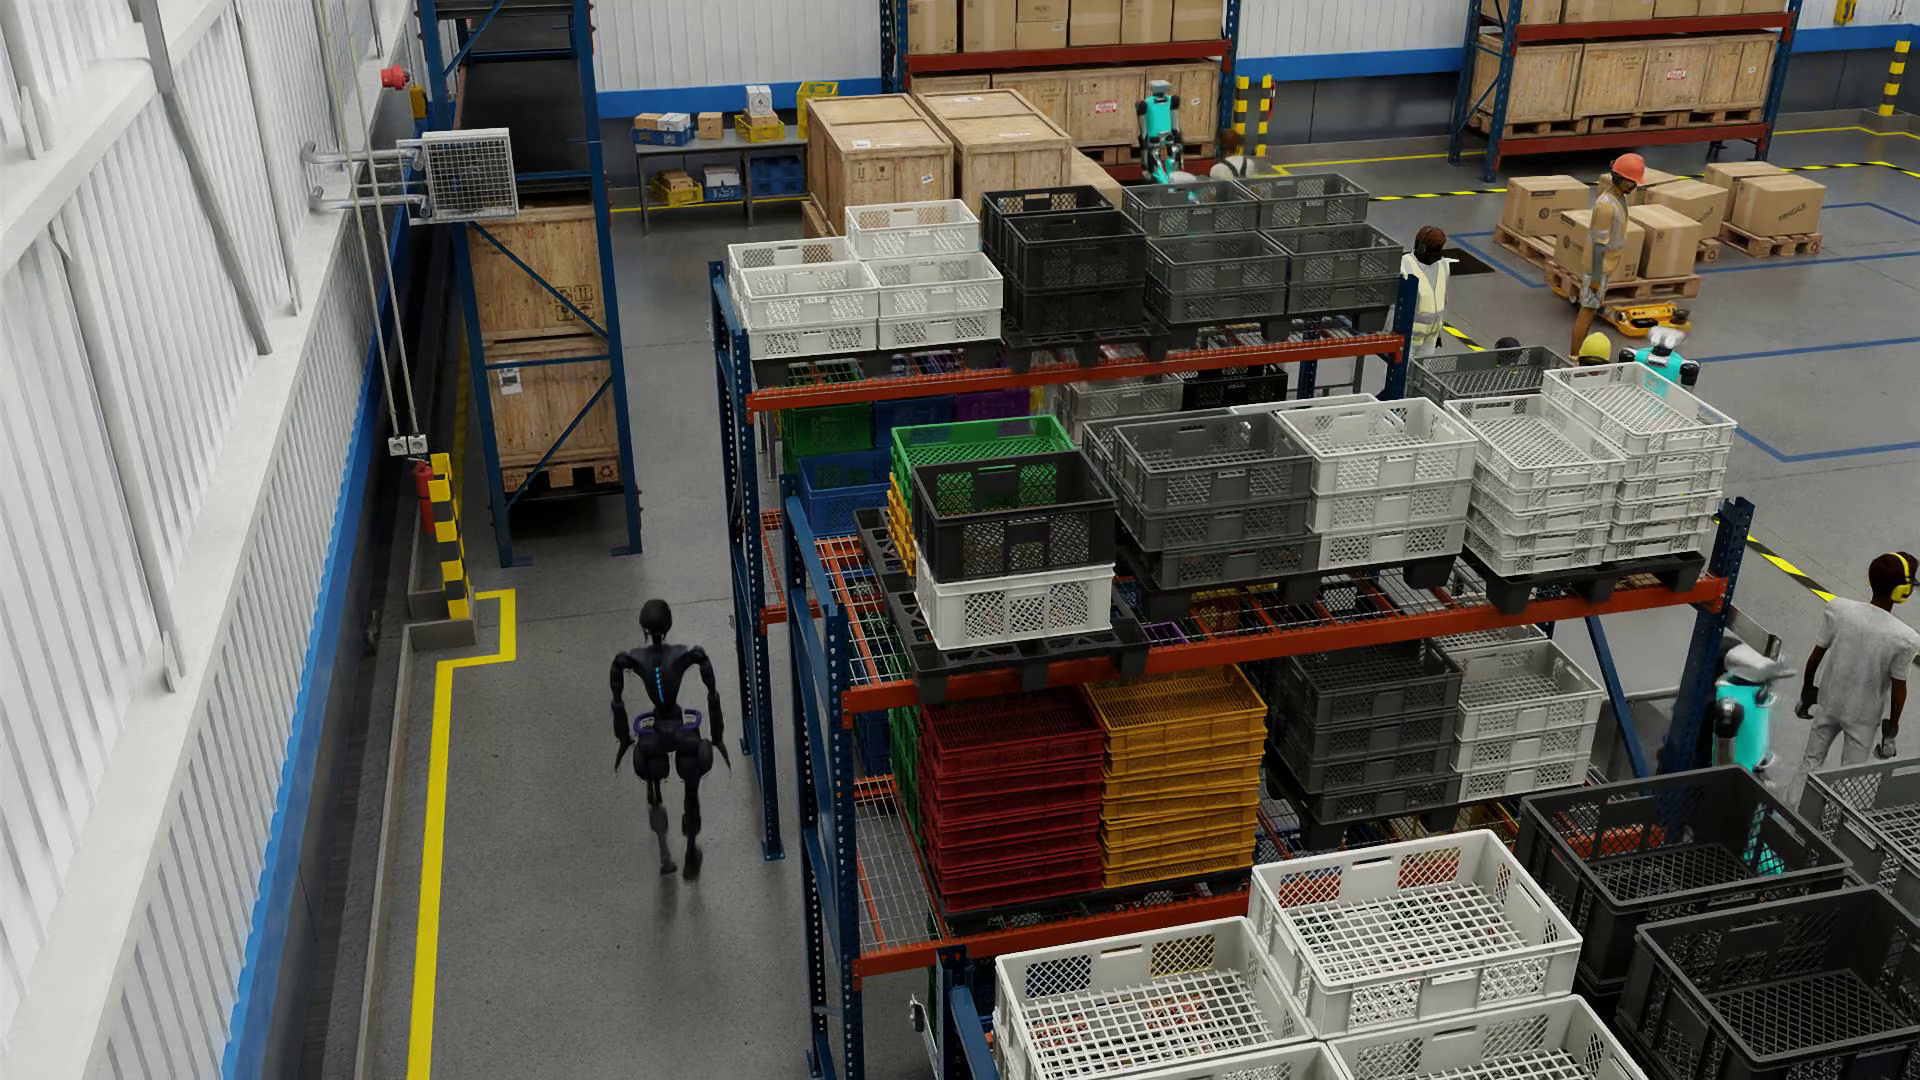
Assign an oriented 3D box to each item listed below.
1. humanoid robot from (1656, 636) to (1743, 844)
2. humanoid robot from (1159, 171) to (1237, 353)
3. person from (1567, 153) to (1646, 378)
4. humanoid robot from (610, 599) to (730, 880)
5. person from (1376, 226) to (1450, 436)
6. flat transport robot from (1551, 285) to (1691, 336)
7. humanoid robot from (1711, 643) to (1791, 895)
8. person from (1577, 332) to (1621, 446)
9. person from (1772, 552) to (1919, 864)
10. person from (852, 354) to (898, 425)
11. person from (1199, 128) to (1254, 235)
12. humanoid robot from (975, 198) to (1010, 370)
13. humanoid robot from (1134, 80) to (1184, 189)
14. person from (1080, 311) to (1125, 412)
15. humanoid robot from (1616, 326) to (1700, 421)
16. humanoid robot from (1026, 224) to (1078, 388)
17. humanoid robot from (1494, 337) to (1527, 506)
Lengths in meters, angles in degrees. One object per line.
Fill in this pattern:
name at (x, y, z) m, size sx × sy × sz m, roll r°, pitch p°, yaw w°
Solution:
humanoid robot at (3.667, 1.193, 8.292) m, size 0.339 × 1.673 × 0.601 m, roll -2°, pitch 28°, yaw -4°
humanoid robot at (2.267, -2.546, 15.344) m, size 0.922 × 1.802 × 0.549 m, roll -13°, pitch 31°, yaw -23°
person at (5.731, -2.428, 14.765) m, size 0.403 × 2.032 × 0.607 m, roll 16°, pitch 32°, yaw 27°
humanoid robot at (-1.490, 1.054, 8.530) m, size 0.597 × 1.640 × 0.412 m, roll -2°, pitch 28°, yaw -5°
person at (3.699, -1.666, 13.534) m, size 0.629 × 1.835 × 0.429 m, roll -15°, pitch 31°, yaw -26°
flat transport robot at (6.561, -2.385, 16.541) m, size 0.652 × 0.197 × 1.431 m, roll -6°, pitch 28°, yaw -12°
humanoid robot at (3.847, 1.387, 7.865) m, size 0.792 × 1.791 × 0.547 m, roll 21°, pitch 34°, yaw 34°
person at (4.285, -0.592, 11.562) m, size 0.523 × 1.769 × 0.324 m, roll 6°, pitch 28°, yaw 12°
person at (4.609, 0.901, 8.625) m, size 0.309 × 1.865 × 0.531 m, roll -19°, pitch 33°, yaw -31°
person at (-0.640, -0.837, 11.953) m, size 0.509 × 1.848 × 0.560 m, roll 23°, pitch 36°, yaw 37°
person at (2.565, -3.166, 16.409) m, size 0.535 × 1.802 × 0.900 m, roll -17°, pitch 32°, yaw -29°
humanoid robot at (0.127, -2.130, 14.459) m, size 0.677 × 1.755 × 0.542 m, roll -11°, pitch 30°, yaw -21°
humanoid robot at (2.308, -4.115, 18.284) m, size 0.556 × 1.732 × 0.949 m, roll -14°, pitch 31°, yaw -24°
person at (1.048, -0.828, 11.859) m, size 0.466 × 1.904 × 0.631 m, roll 5°, pitch 28°, yaw 10°
humanoid robot at (4.903, -0.788, 11.820) m, size 0.533 × 1.680 × 0.735 m, roll 17°, pitch 32°, yaw 29°
humanoid robot at (0.825, -1.872, 14.057) m, size 0.732 × 1.819 × 0.546 m, roll 14°, pitch 31°, yaw 25°
humanoid robot at (3.766, -0.635, 11.722) m, size 0.599 × 1.659 × 0.315 m, roll -1°, pitch 28°, yaw -2°
